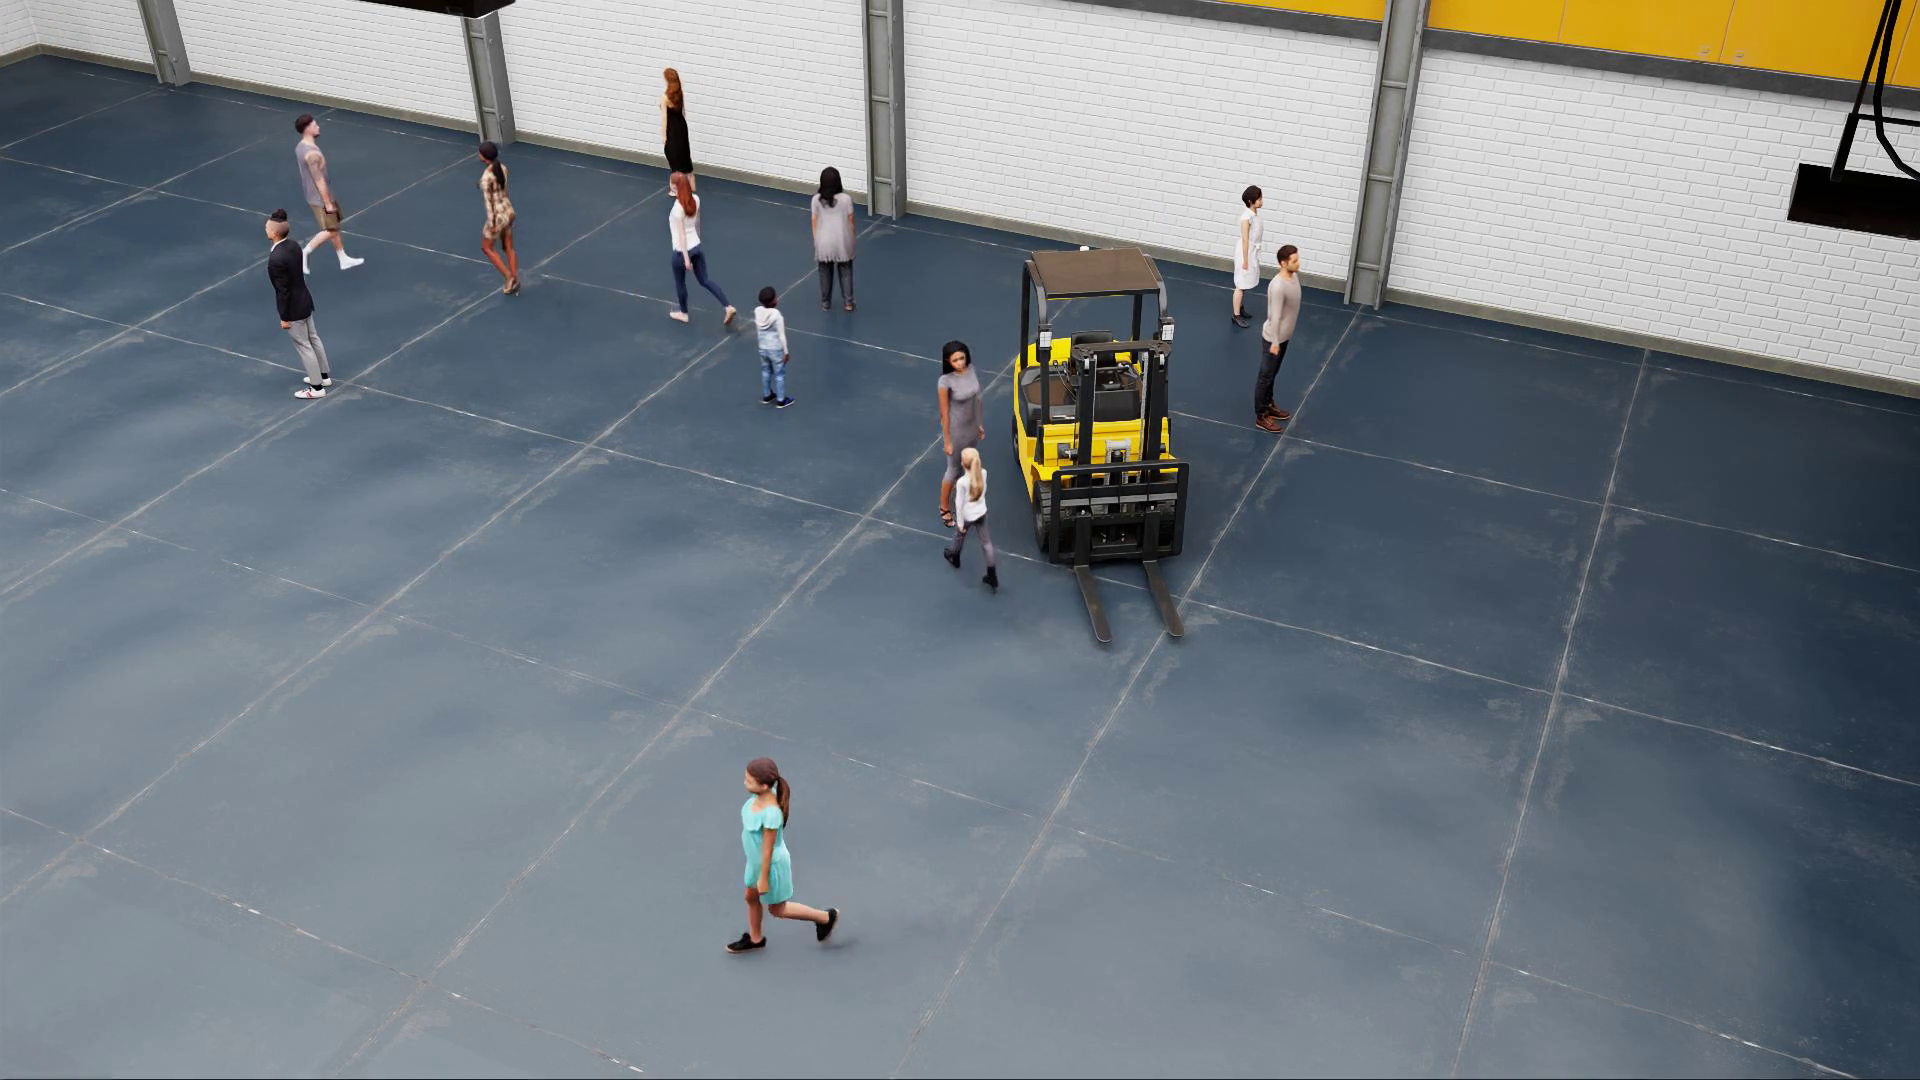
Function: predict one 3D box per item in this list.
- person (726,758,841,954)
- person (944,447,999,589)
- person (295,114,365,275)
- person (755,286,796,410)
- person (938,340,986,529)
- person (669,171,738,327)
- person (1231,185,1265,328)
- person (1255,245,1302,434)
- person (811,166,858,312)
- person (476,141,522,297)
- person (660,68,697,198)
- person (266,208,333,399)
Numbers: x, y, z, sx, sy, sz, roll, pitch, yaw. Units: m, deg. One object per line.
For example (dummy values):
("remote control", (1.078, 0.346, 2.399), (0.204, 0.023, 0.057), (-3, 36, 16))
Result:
("person", (-1.120, 1.973, 10.257), (1.009, 1.544, 0.924), (-9, 35, -13))
("person", (0.148, -0.168, 13.742), (0.813, 1.250, 0.971), (-19, 38, -26))
("person", (-7.203, -3.811, 18.531), (1.043, 1.831, 1.065), (-20, 38, -27))
("person", (-1.858, -1.901, 16.340), (0.465, 1.259, 0.561), (21, 39, 28))
("person", (0.013, -0.933, 14.419), (0.638, 1.775, 0.660), (22, 39, 29))
("person", (-2.789, -3.030, 17.639), (1.106, 1.704, 0.675), (20, 38, 27))
("person", (3.070, -3.054, 17.808), (0.555, 1.556, 0.585), (9, 35, 14))
("person", (3.025, -1.953, 15.870), (0.570, 1.868, 0.653), (16, 37, 23))
("person", (-1.376, -3.275, 18.092), (0.733, 1.610, 0.811), (-1, 34, -2))
("person", (-4.984, -3.498, 18.272), (0.623, 1.781, 0.615), (11, 35, 16))
("person", (-3.543, -5.111, 20.840), (0.587, 1.624, 0.609), (20, 39, 28))
("person", (-6.537, -2.333, 16.367), (0.759, 1.950, 0.795), (0, 34, 0))
